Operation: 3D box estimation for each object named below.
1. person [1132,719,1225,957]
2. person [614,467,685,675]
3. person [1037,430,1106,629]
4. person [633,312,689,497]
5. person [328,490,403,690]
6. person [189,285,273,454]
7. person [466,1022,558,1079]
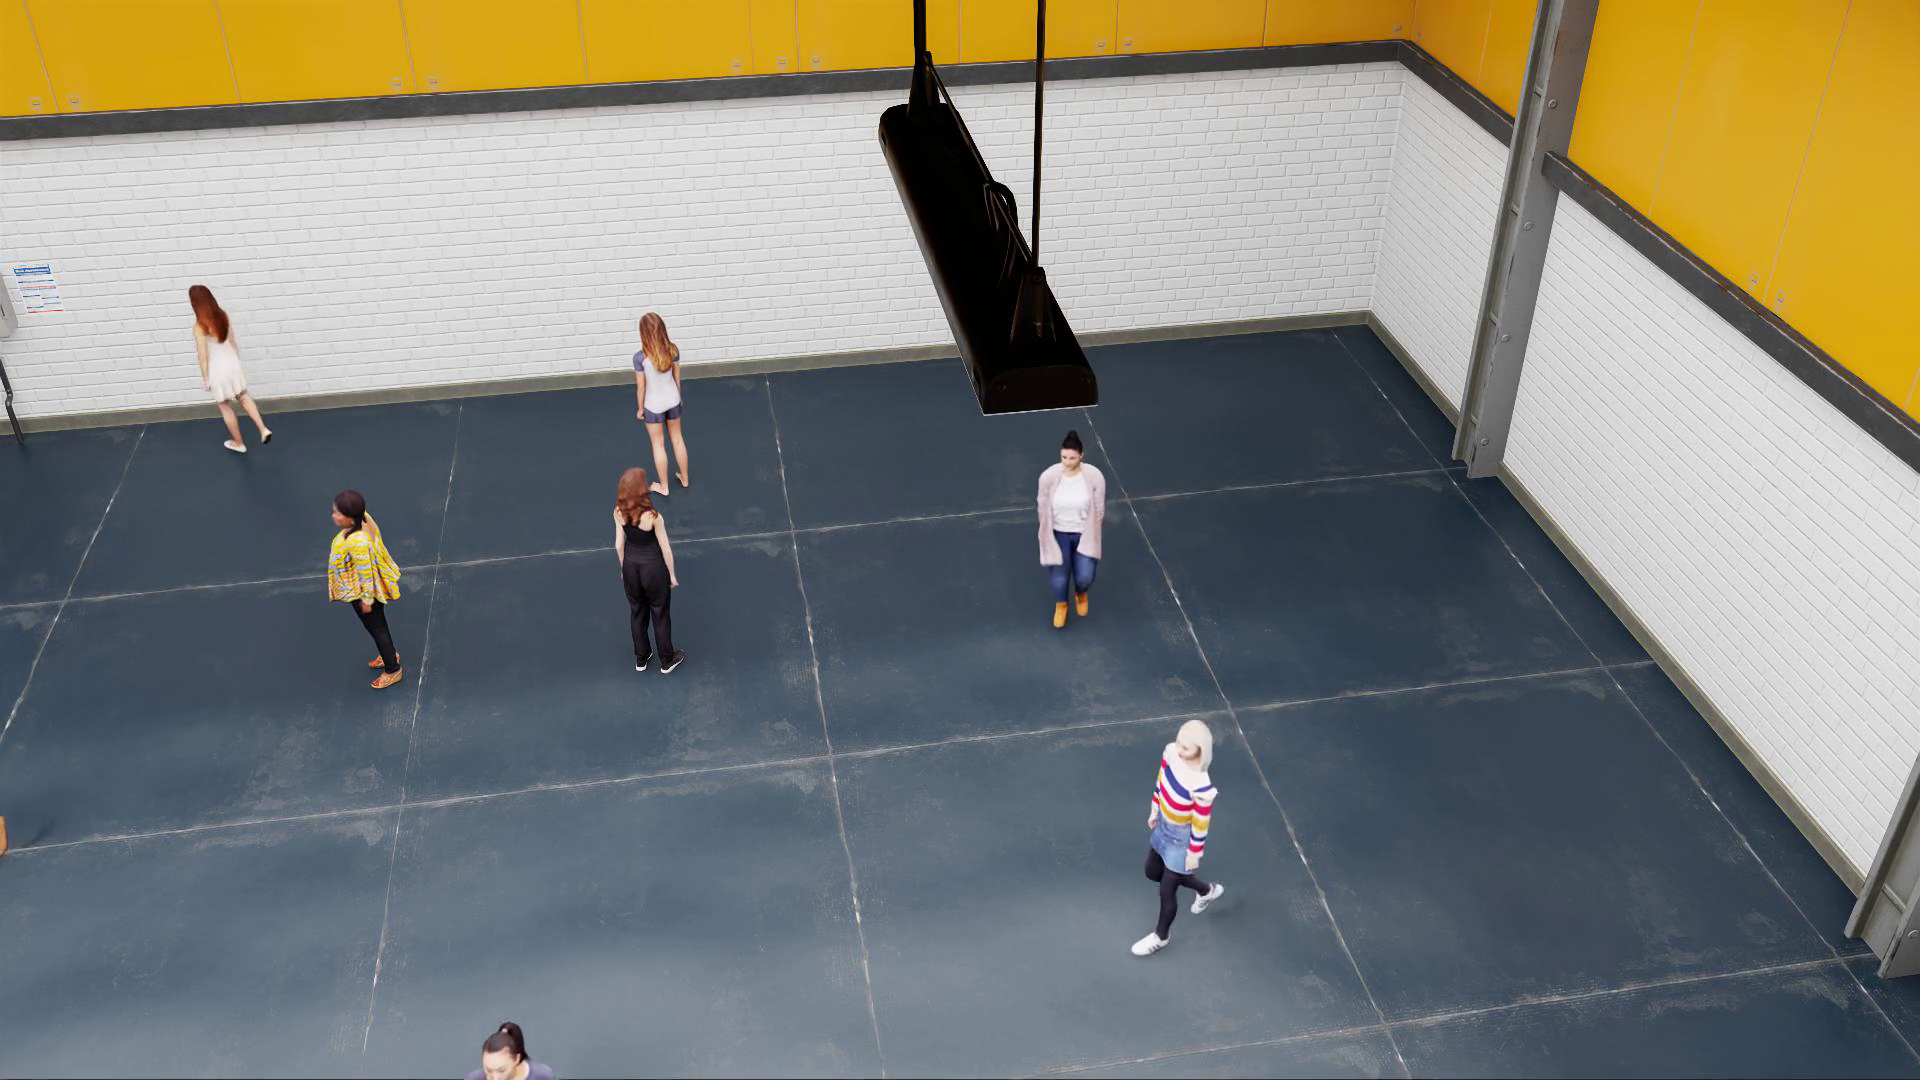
[{"bbox_3d":[1.377,1.765,10.052,0.836,1.796,0.899,-13,36,-19],"label":"person"},{"bbox_3d":[-2.358,0.228,12.410,0.658,1.746,0.636,7,34,11],"label":"person"},{"bbox_3d":[0.871,-0.113,12.938,0.774,1.730,0.779,4,34,6],"label":"person"},{"bbox_3d":[-2.610,-1.192,14.558,0.684,1.733,0.696,-24,40,-31],"label":"person"},{"bbox_3d":[-4.389,0.348,12.310,0.821,1.656,0.736,-11,35,-16],"label":"person"},{"bbox_3d":[-6.618,-1.523,15.083,0.900,1.702,0.863,18,37,24],"label":"person"},{"bbox_3d":[-2.190,2.994,8.349,0.632,1.634,0.861,-3,34,-5],"label":"person"}]
